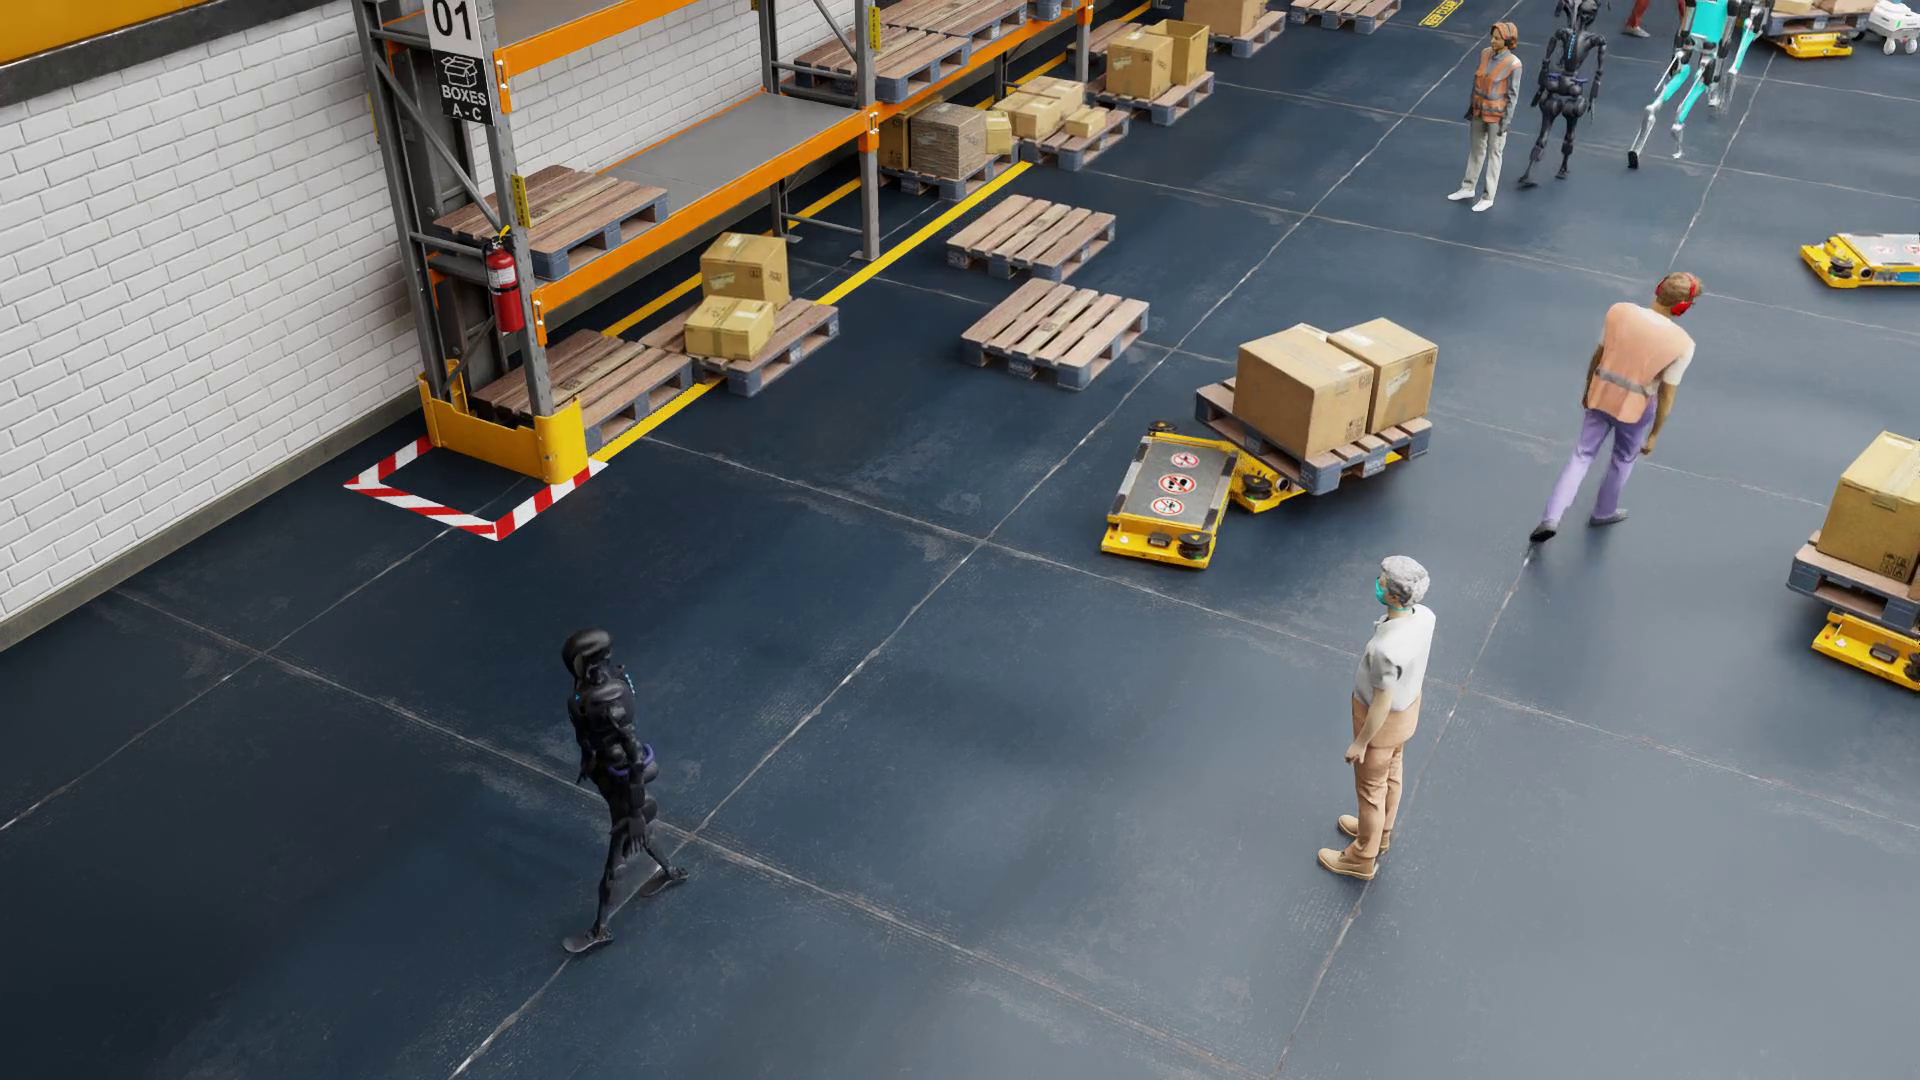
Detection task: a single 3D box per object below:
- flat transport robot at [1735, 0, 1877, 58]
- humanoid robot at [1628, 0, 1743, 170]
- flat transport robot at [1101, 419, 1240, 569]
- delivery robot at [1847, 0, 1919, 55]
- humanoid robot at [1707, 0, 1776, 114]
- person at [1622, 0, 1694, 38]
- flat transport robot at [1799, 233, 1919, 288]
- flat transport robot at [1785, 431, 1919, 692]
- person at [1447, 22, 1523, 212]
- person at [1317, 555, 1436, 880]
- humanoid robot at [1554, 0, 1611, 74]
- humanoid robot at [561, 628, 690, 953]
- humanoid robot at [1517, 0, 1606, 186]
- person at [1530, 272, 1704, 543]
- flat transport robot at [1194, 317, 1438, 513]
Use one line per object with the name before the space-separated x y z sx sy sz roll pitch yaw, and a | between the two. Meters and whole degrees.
flat transport robot | 9.430 -5.798 18.921 0.659 0.231 1.431 -5 34 -8
humanoid robot | 6.580 -4.257 15.283 0.957 1.768 0.540 -23 40 -31
flat transport robot | 1.386 -0.310 10.618 0.659 0.231 1.431 10 35 15
delivery robot | 10.429 -5.806 18.691 0.499 0.614 0.808 -5 34 -8
humanoid robot | 7.754 -5.092 16.628 0.544 1.893 0.740 22 39 29
person | 8.066 -6.453 18.506 1.022 1.807 0.543 20 38 27
flat transport robot | 7.718 -2.268 13.580 1.431 0.231 0.659 1 33 1
flat transport robot | 5.507 0.387 9.563 0.659 0.231 1.431 27 42 35
person | 4.613 -3.690 14.483 0.311 1.641 0.512 -14 36 -21
person | 1.916 0.811 7.580 0.320 1.748 0.481 21 39 28
humanoid robot | 6.616 -5.769 17.604 0.610 1.648 0.389 -6 34 -9
humanoid robot | -1.558 1.058 7.291 0.712 1.630 0.615 -21 39 -29
humanoid robot | 5.425 -3.987 14.959 0.612 1.636 0.731 26 41 33
person | 3.915 -0.742 9.889 0.820 1.797 0.612 -29 43 -36
flat transport robot | 2.289 -0.594 11.046 1.431 0.231 0.659 -20 38 -27
